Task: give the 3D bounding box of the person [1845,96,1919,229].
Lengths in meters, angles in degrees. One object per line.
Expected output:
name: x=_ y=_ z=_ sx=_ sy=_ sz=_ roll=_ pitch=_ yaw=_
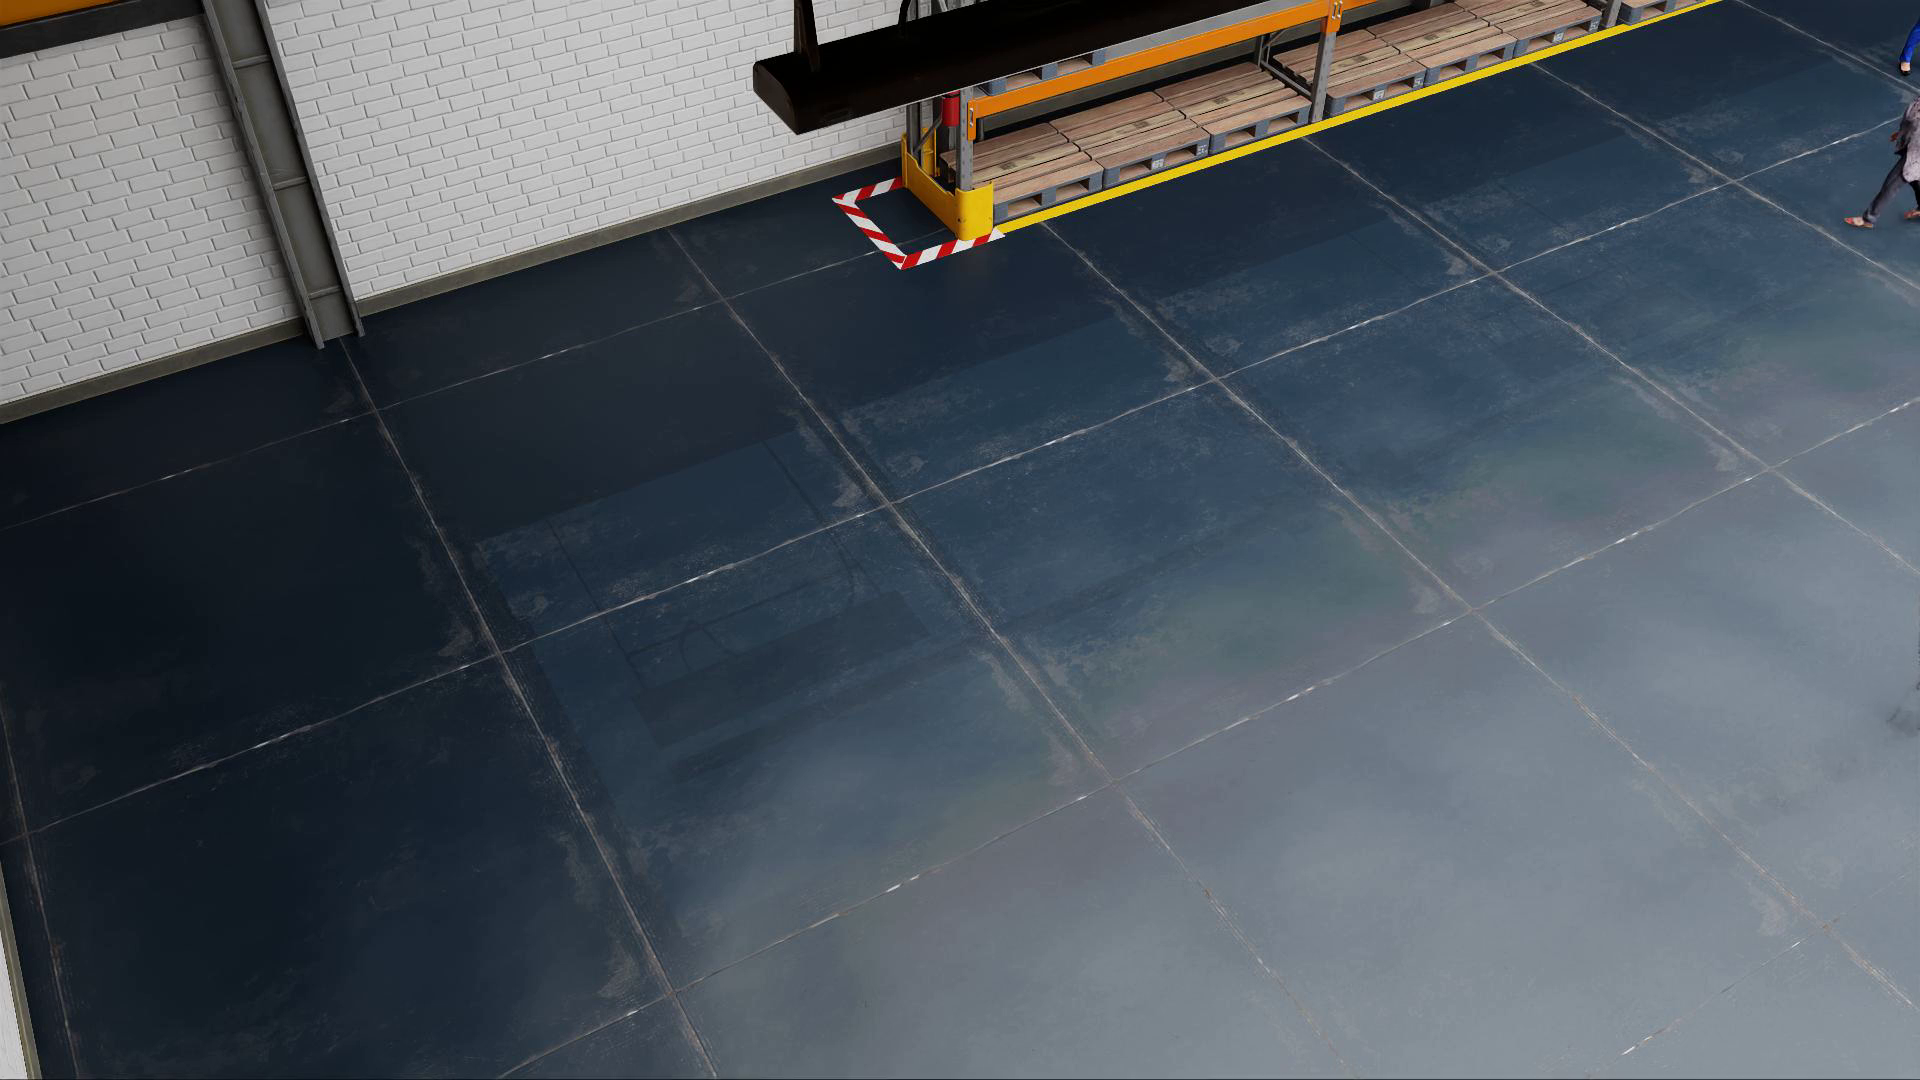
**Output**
person: x=8.476 y=-3.442 z=14.547 sx=1.136 sy=1.574 sz=1.012 roll=5 pitch=44 yaw=6
